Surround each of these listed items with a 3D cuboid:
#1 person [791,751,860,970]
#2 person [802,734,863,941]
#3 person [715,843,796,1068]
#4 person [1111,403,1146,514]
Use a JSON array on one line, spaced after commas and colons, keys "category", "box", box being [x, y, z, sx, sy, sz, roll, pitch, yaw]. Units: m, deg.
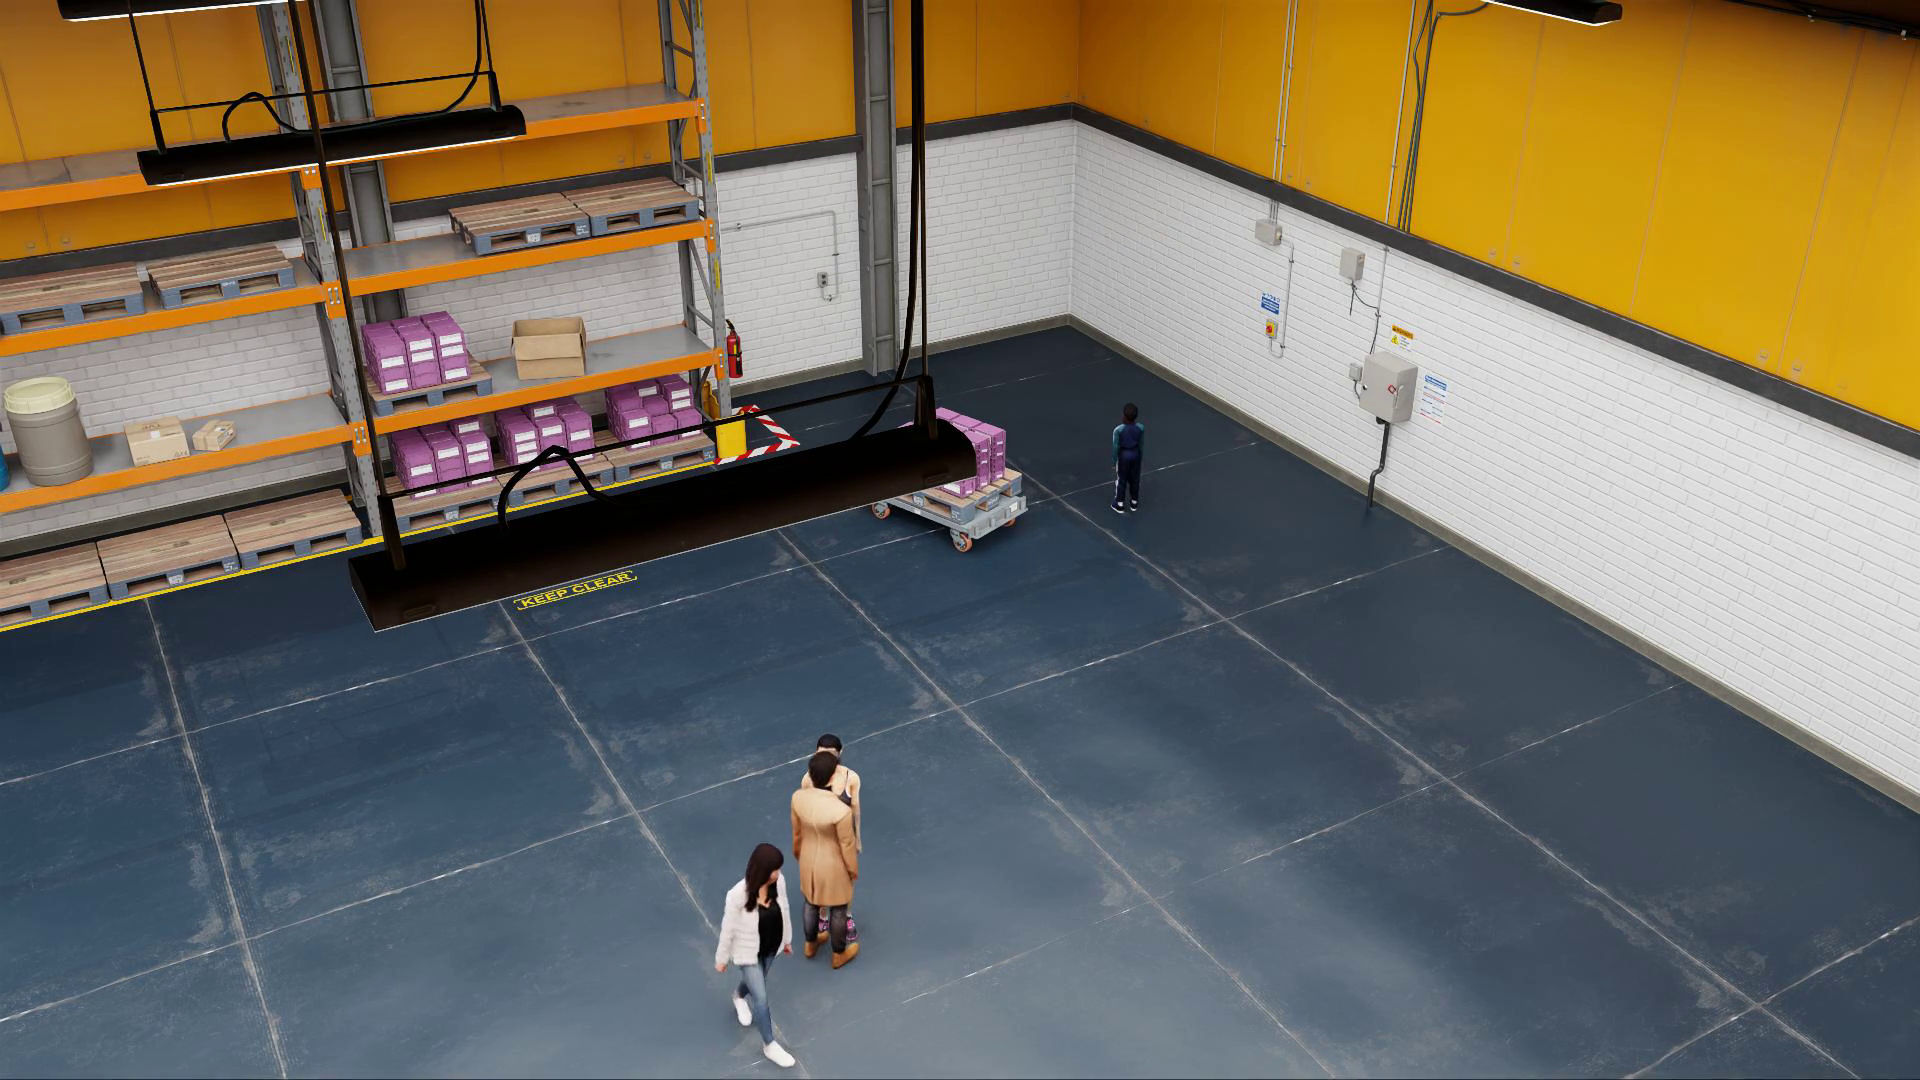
[{"category": "person", "box": [-0.952, 2.233, 11.601, 0.762, 1.720, 0.786, 16, 32, 26]}, {"category": "person", "box": [-0.899, 2.109, 11.821, 0.611, 1.729, 0.718, -2, 29, -3]}, {"category": "person", "box": [-1.378, 2.641, 10.986, 0.999, 1.594, 0.882, -22, 35, -34]}, {"category": "person", "box": [1.798, -0.889, 17.811, 0.483, 1.255, 0.607, -7, 29, -12]}]
